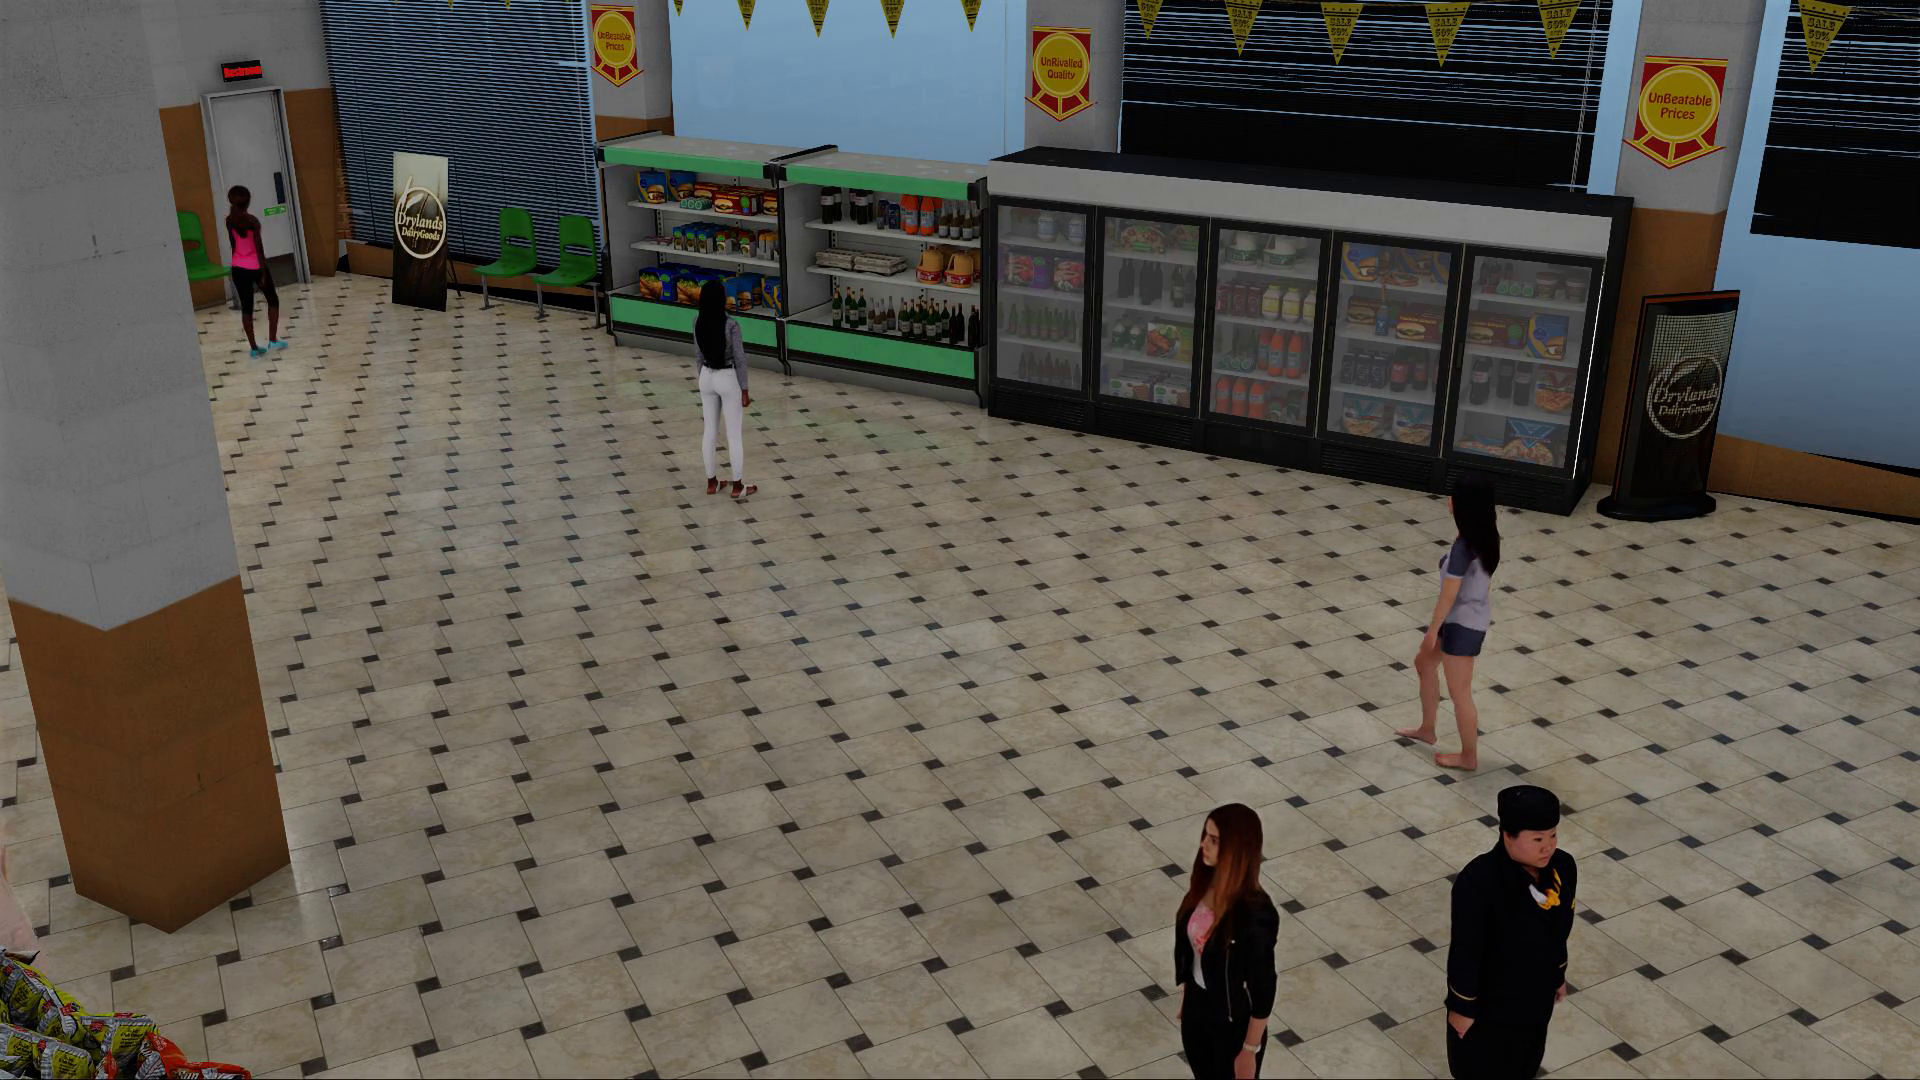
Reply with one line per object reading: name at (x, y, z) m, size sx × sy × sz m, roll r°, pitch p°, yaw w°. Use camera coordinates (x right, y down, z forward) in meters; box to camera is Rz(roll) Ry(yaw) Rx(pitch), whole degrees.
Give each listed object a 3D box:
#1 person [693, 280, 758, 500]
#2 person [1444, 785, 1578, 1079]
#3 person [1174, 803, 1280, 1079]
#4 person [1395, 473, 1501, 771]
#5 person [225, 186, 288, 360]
person at (-1.854, -1.178, 12.929) m, size 0.473 × 1.725 × 0.660 m, roll 10°, pitch 24°, yaw 24°
person at (1.958, 1.636, 5.999) m, size 0.806 × 1.671 × 0.824 m, roll -11°, pitch 24°, yaw -25°
person at (0.944, 1.680, 5.855) m, size 0.736 × 1.696 × 0.648 m, roll -9°, pitch 24°, yaw -21°
person at (2.758, 0.467, 8.879) m, size 0.710 × 1.692 × 0.625 m, roll 13°, pitch 25°, yaw 29°
person at (-7.149, -2.657, 16.635) m, size 0.710 × 1.707 × 0.744 m, roll 2°, pitch 22°, yaw 5°
